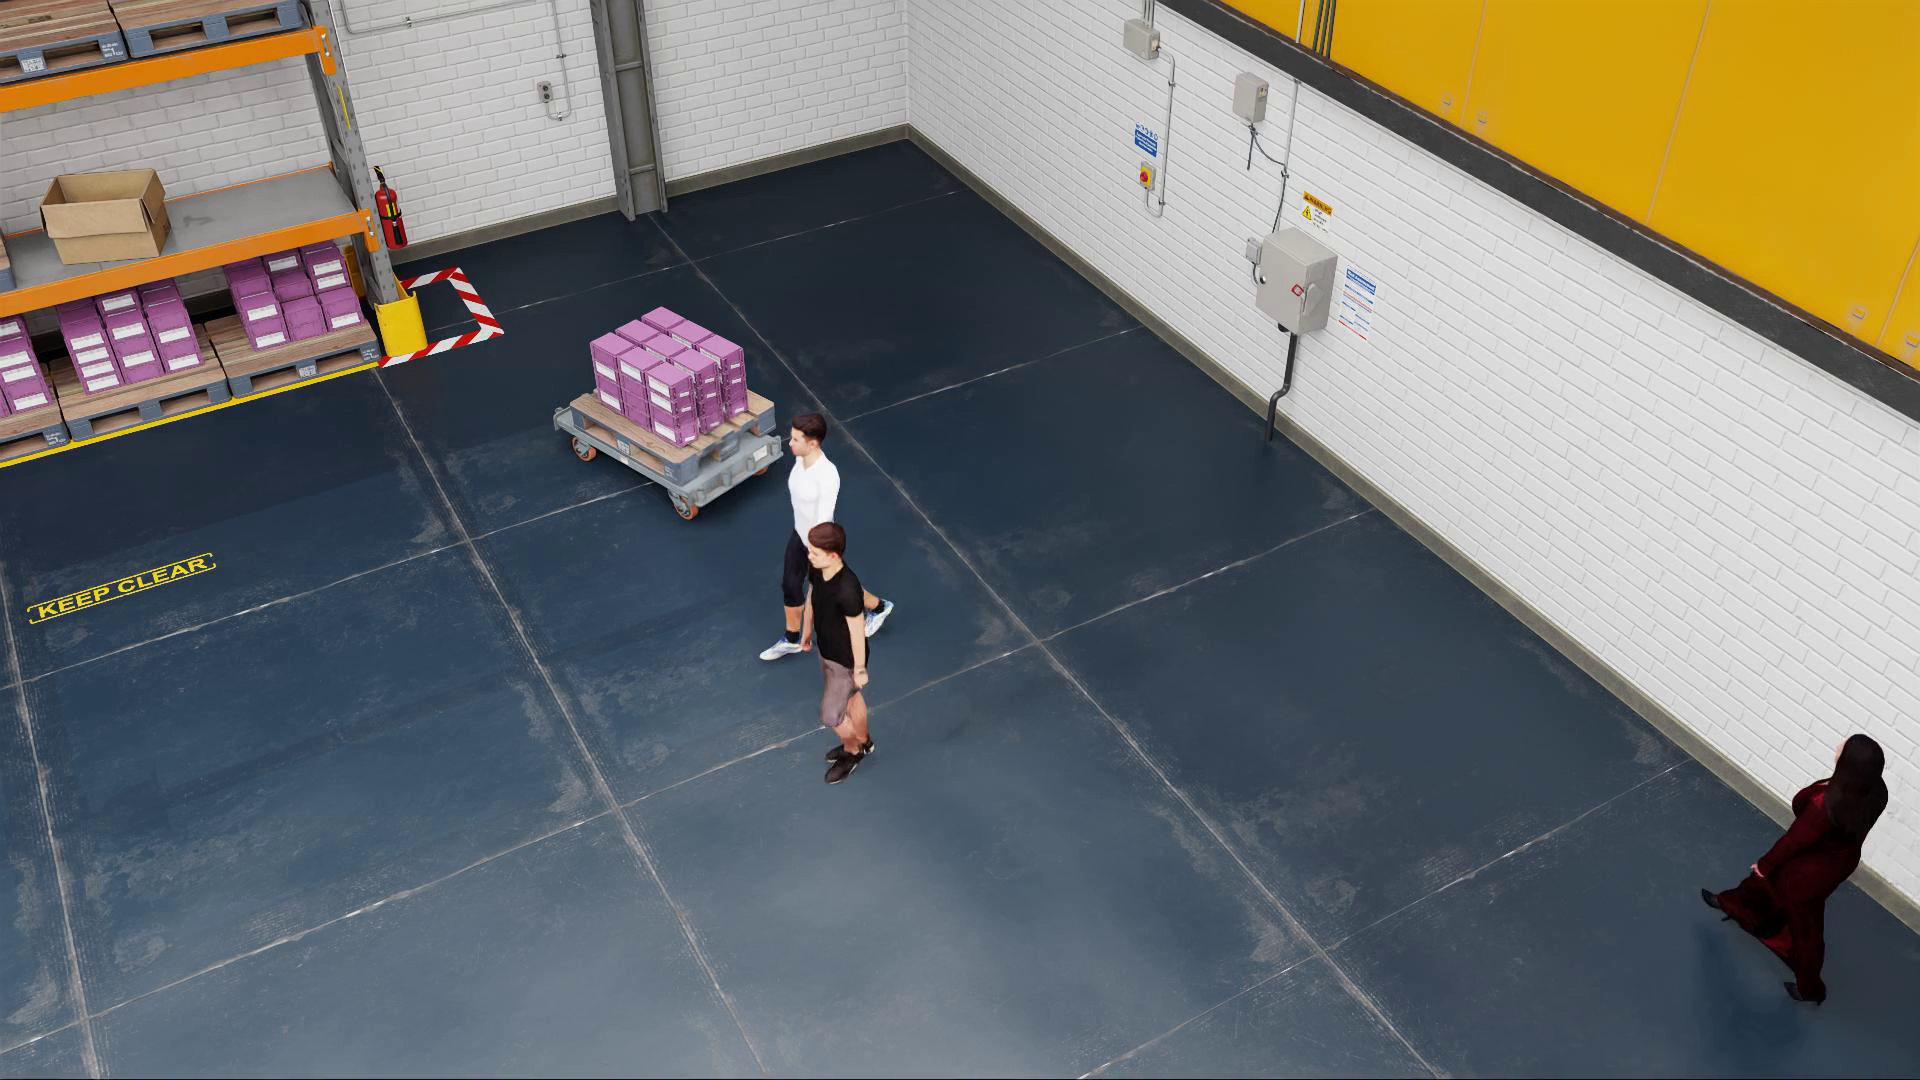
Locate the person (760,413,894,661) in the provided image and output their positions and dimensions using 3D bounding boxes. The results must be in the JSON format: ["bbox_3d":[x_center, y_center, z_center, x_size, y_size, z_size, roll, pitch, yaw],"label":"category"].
[{"bbox_3d":[-0.837,-0.022,10.641,1.161,1.832,0.679,-22,43,-25],"label":"person"}]

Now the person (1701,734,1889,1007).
[{"bbox_3d":[4.453,1.740,8.537,1.019,1.703,0.780,-23,44,-26],"label":"person"}]

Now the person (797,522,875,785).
[{"bbox_3d":[-0.619,0.624,9.818,0.619,1.849,0.673,-20,43,-23],"label":"person"}]
